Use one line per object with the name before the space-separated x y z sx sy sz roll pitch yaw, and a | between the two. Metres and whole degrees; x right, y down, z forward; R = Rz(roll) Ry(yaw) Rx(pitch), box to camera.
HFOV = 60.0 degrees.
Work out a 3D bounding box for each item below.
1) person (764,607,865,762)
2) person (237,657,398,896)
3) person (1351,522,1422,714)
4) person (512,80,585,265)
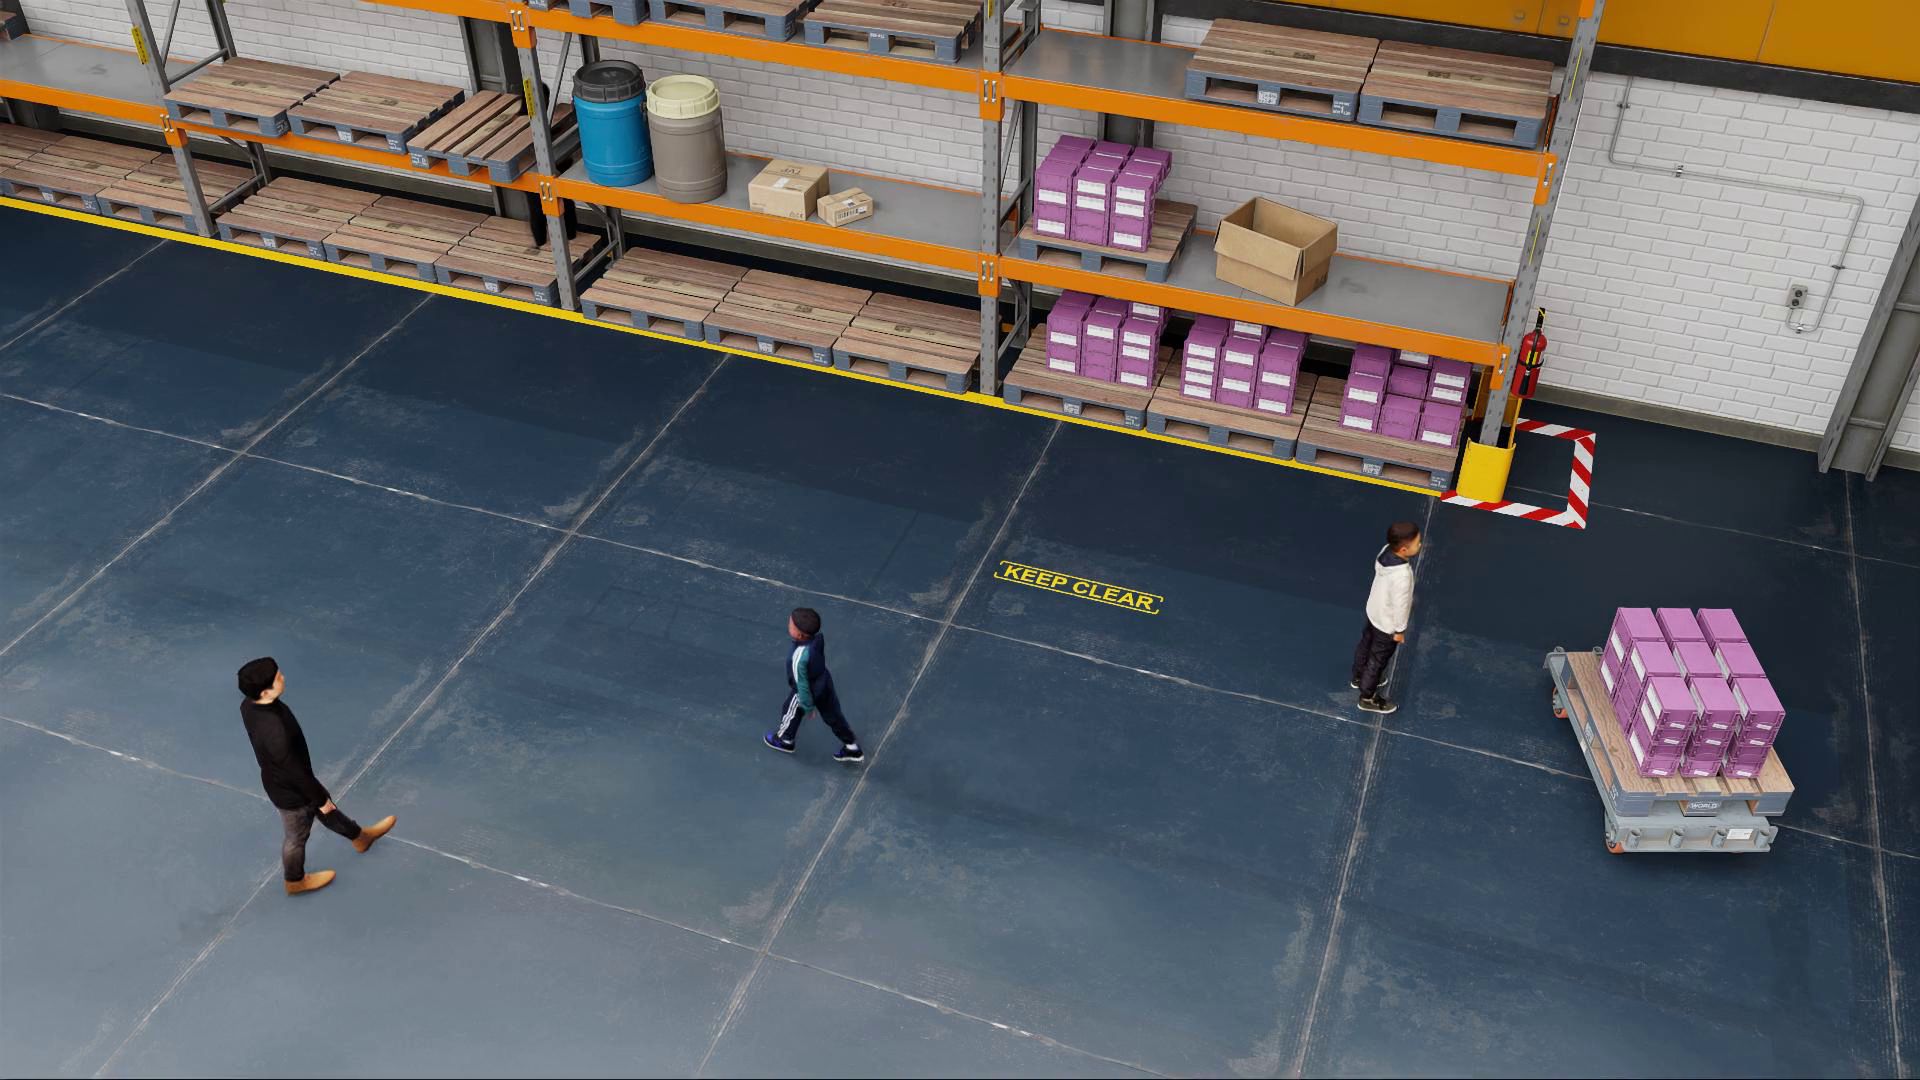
person | -0.860 0.914 10.253 0.906 1.229 0.531 15 41 18
person | -3.818 1.369 9.304 1.045 1.703 1.019 -21 43 -24
person | 2.719 0.465 10.636 0.631 1.453 0.650 -3 39 -3
person | -3.753 -3.337 15.108 0.774 1.813 0.831 -17 42 -20
